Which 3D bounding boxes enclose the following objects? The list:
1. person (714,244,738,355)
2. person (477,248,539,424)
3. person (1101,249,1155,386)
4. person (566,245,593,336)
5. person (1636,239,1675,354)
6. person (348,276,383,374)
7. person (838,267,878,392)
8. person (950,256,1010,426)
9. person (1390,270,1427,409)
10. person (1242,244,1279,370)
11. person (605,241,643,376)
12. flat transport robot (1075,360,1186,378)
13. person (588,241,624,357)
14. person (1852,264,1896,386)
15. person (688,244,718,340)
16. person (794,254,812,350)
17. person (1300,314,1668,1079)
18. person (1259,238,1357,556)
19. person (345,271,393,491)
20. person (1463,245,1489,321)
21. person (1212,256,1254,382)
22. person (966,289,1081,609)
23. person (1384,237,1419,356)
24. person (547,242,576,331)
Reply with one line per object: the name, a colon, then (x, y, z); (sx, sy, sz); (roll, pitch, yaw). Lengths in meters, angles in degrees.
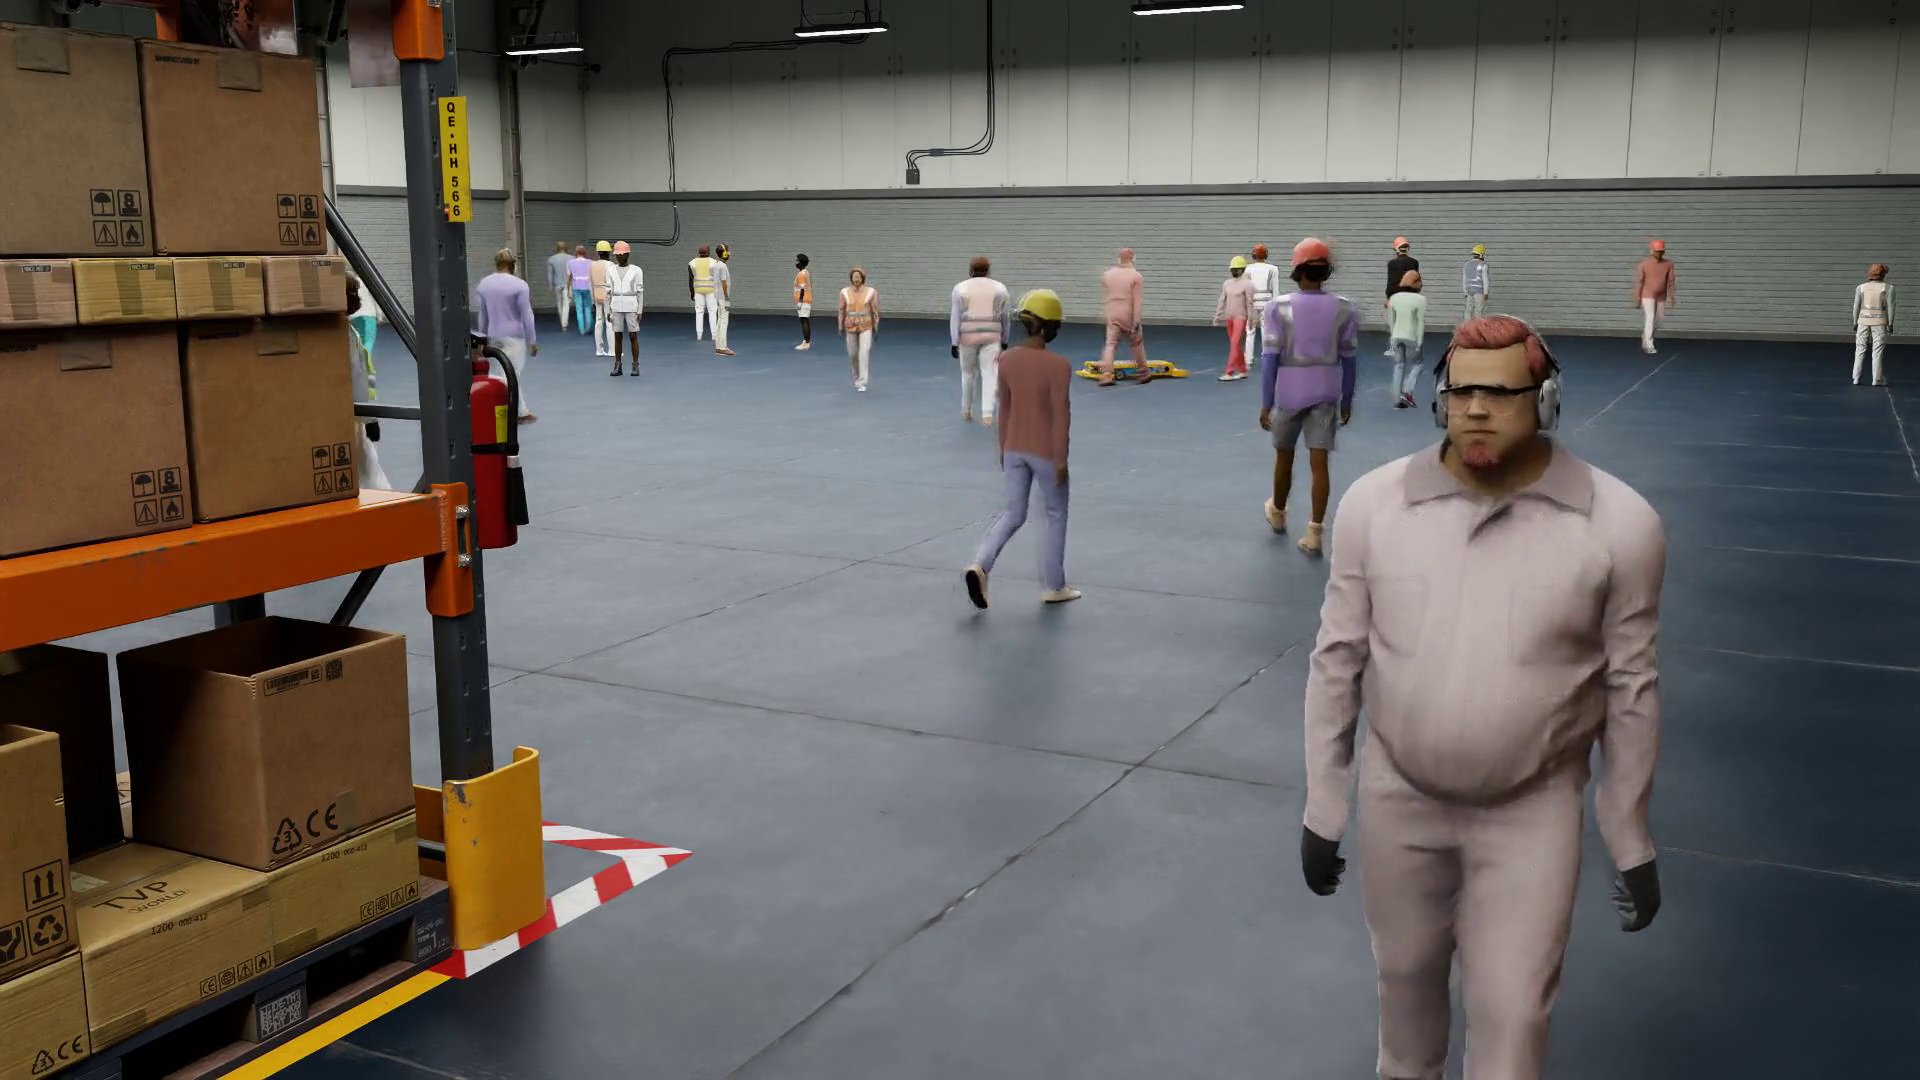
person: (-4.004, -4.080, 28.243); (0.321, 1.876, 0.532); (-5, 11, -23)
person: (-4.756, -2.124, 17.535); (0.644, 1.900, 0.926); (5, 12, 26)
person: (2.255, -3.006, 22.500); (0.623, 1.839, 0.998); (7, 13, 35)
person: (-7.697, -5.053, 33.747); (0.570, 1.808, 0.836); (-4, 11, -21)
person: (11.977, -4.217, 28.745); (0.615, 1.966, 0.781); (0, 10, -1)
person: (-8.598, -3.227, 23.955); (0.526, 1.743, 0.740); (1, 10, 3)
person: (-1.318, -2.759, 21.764); (0.523, 1.620, 0.648); (1, 10, 7)
person: (0.210, -2.148, 17.934); (0.655, 1.787, 0.980); (-1, 10, -4)
person: (5.225, -2.329, 19.398); (0.357, 1.620, 0.501); (-10, 14, -43)
person: (4.510, -3.506, 25.088); (0.583, 1.884, 0.350); (2, 11, 9)
person: (-4.830, -3.319, 23.925); (0.550, 1.937, 0.357); (1, 10, 3)
flat transport robot: (2.422, -2.431, 23.631); (1.431, 0.197, 0.652); (-4, 11, -21)
person: (-5.923, -4.020, 27.768); (0.587, 1.930, 0.355); (5, 12, 27)
person: (12.279, -2.883, 22.370); (0.310, 1.636, 0.523); (-9, 14, -41)
person: (-4.938, -4.803, 32.280); (0.623, 1.844, 0.429); (1, 10, 3)
person: (-2.786, -4.211, 29.433); (0.316, 1.700, 0.540); (0, 10, 2)
person: (1.006, 0.508, 3.249); (0.687, 1.901, 0.606); (5, 12, 28)
person: (2.235, -0.942, 10.799); (0.636, 1.989, 1.052); (0, 10, 0)
person: (-3.834, -0.806, 10.602); (0.947, 1.793, 0.660); (-6, 12, -28)
person: (10.241, -4.921, 32.941); (0.403, 1.835, 0.586); (-7, 12, -32)
person: (3.833, -3.089, 23.251); (0.785, 1.730, 0.528); (-8, 13, -37)
person: (0.363, -0.480, 8.971); (0.531, 1.739, 0.737); (10, 14, 42)
person: (7.422, -4.096, 28.031); (0.610, 1.986, 0.392); (-4, 11, -22)
person: (-8.432, -5.405, 35.467); (0.652, 1.884, 1.039); (0, 10, 3)
